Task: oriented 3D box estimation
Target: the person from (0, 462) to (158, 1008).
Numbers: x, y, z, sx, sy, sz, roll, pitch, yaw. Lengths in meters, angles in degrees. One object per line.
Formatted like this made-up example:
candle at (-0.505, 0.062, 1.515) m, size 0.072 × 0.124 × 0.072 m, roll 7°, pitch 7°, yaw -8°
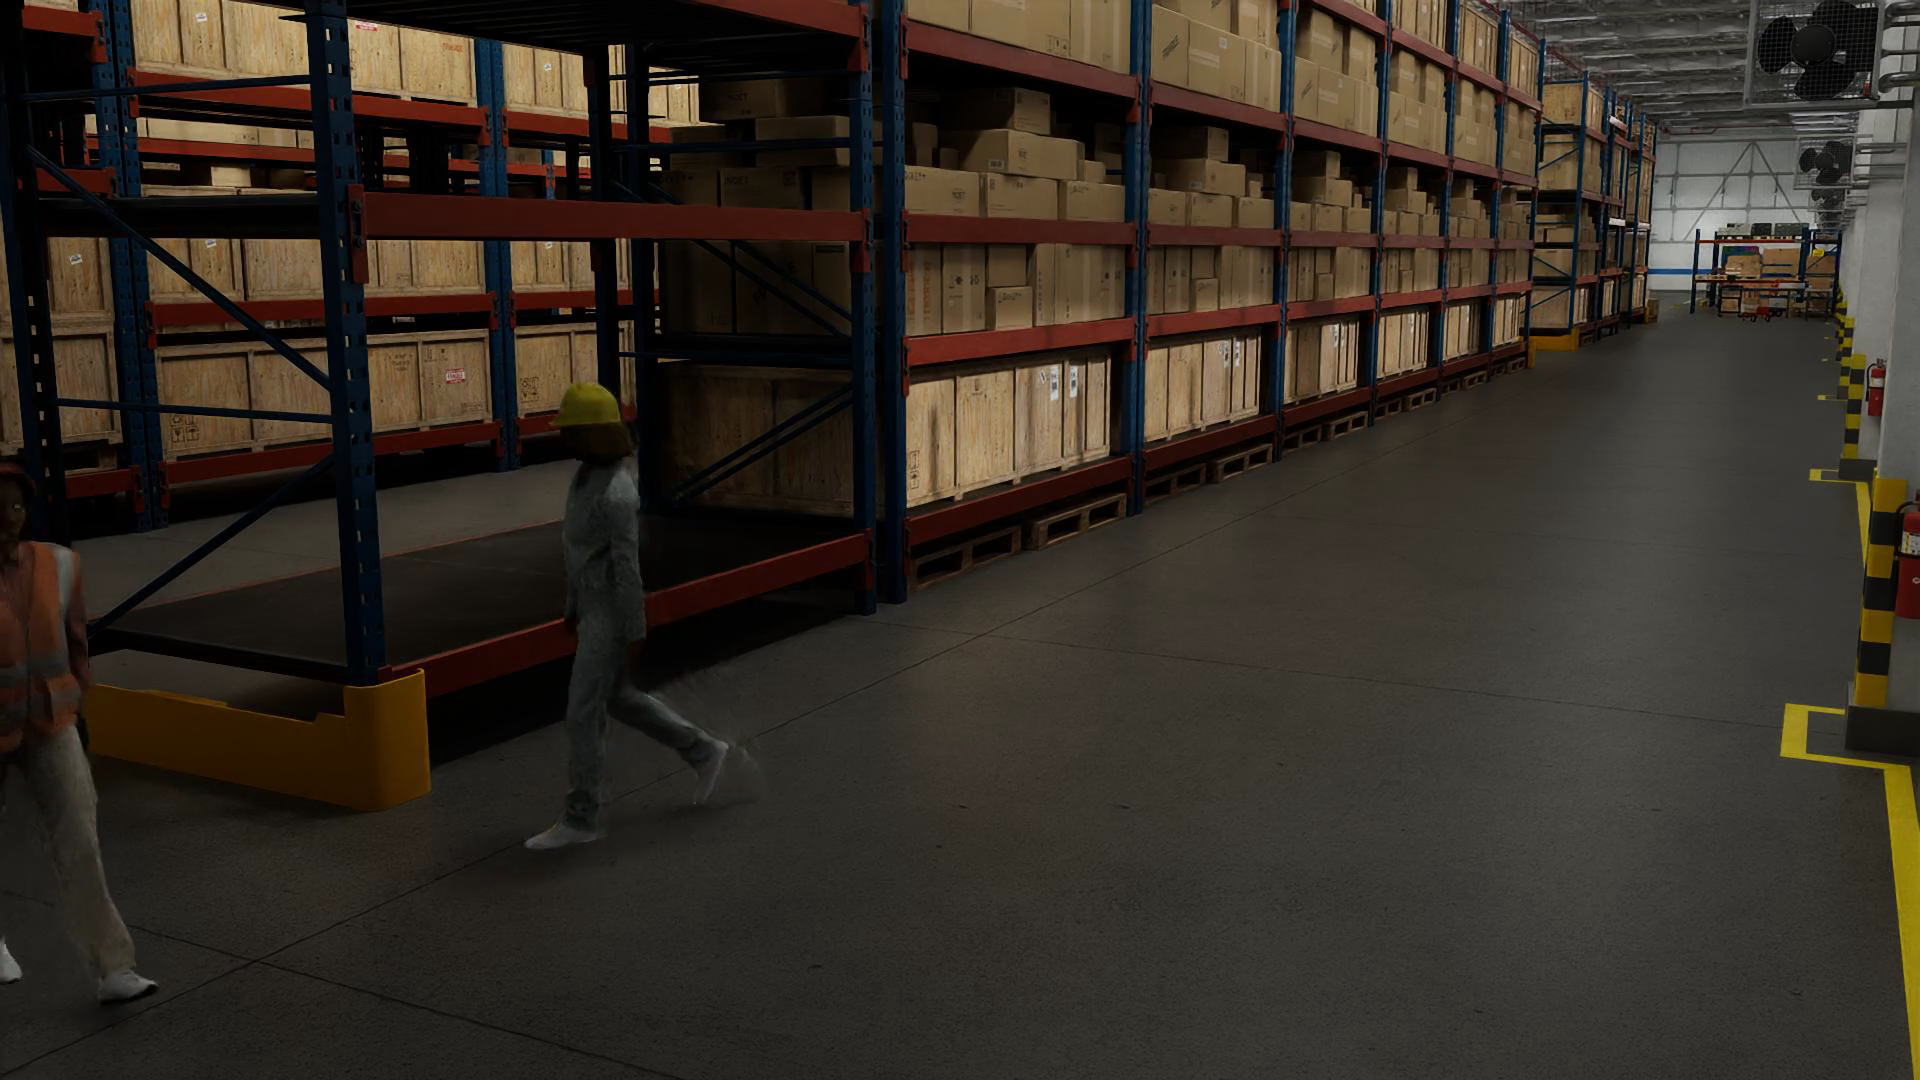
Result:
person at (-2.698, 0.570, 4.761) m, size 0.874 × 1.585 × 0.534 m, roll 7°, pitch 12°, yaw 35°

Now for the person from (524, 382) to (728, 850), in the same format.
person at (-1.249, 0.263, 6.174) m, size 0.752 × 1.718 × 0.484 m, roll -5°, pitch 11°, yaw -24°
